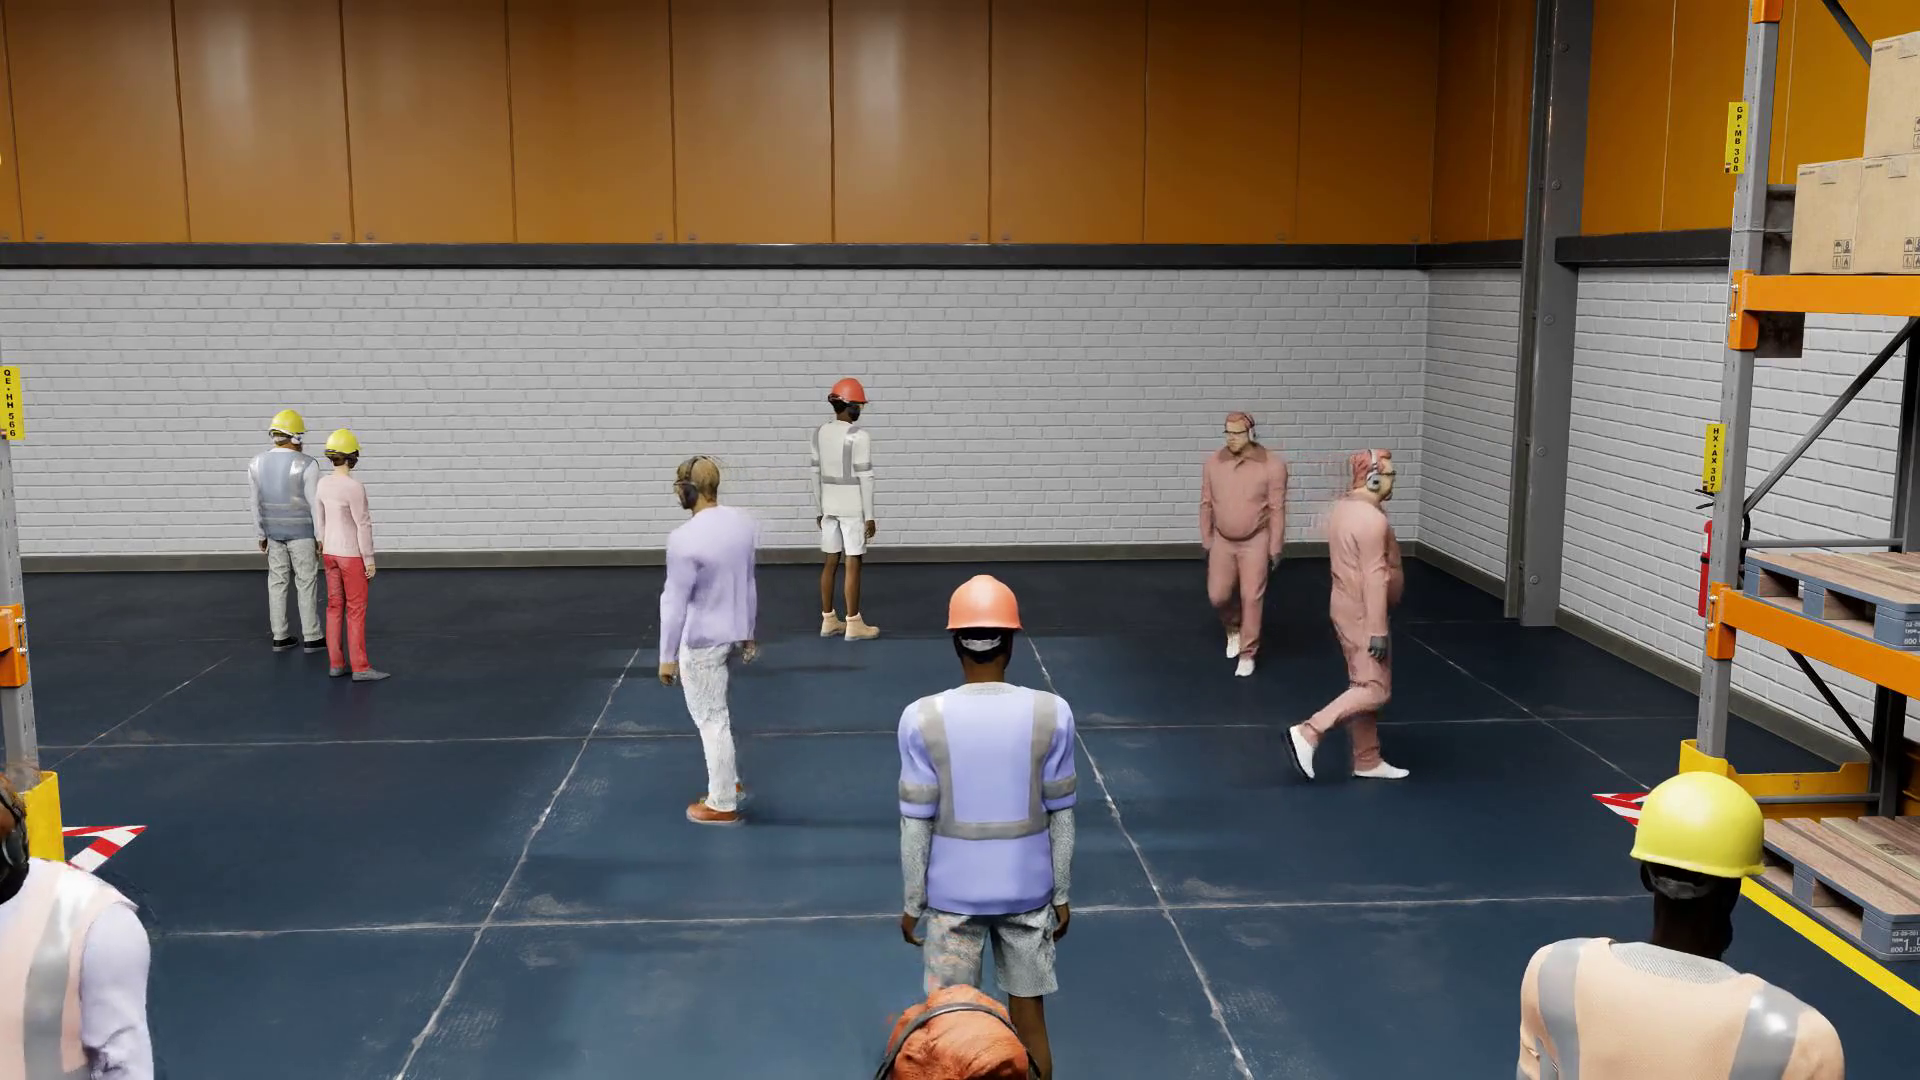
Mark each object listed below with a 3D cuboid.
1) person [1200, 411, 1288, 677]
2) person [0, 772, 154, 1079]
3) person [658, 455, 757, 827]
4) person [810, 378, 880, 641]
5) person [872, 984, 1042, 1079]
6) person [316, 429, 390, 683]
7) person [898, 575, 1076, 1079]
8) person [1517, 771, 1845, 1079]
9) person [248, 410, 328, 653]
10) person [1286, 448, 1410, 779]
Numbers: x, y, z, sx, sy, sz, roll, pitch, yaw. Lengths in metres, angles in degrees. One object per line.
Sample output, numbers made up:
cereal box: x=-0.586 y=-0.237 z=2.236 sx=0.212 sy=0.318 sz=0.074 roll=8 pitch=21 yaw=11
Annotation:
person: x=2.014 y=0.015 z=11.860 sx=0.651 sy=1.890 sz=0.493 roll=5 pitch=10 yaw=27
person: x=-2.100 y=1.350 z=3.756 sx=0.653 sy=1.802 sz=0.925 roll=0 pitch=9 yaw=-2
person: x=-1.320 y=0.525 z=8.519 sx=0.472 sy=1.923 sz=0.659 roll=4 pitch=10 yaw=24
person: x=-0.878 y=-0.242 z=12.977 sx=0.615 sy=2.038 sz=0.395 roll=8 pitch=12 yaw=40
person: x=0.024 y=1.552 z=2.297 sx=0.611 sy=1.848 sz=0.896 roll=-2 pitch=9 yaw=-15
person: x=-4.268 y=0.111 z=11.615 sx=0.526 sy=1.772 sz=0.303 roll=6 pitch=11 yaw=34
person: x=0.081 y=1.066 z=5.120 sx=0.542 sy=1.927 sz=0.382 roll=-1 pitch=9 yaw=-4
person: x=1.341 y=1.380 z=3.154 sx=0.585 sy=1.925 sz=0.373 roll=8 pitch=12 yaw=41
person: x=-5.017 y=-0.063 z=12.515 sx=0.600 sy=1.827 sz=0.404 roll=2 pitch=9 yaw=13
person: x=2.184 y=0.433 z=9.208 sx=0.641 sy=1.891 sz=0.657 roll=0 pitch=9 yaw=1
